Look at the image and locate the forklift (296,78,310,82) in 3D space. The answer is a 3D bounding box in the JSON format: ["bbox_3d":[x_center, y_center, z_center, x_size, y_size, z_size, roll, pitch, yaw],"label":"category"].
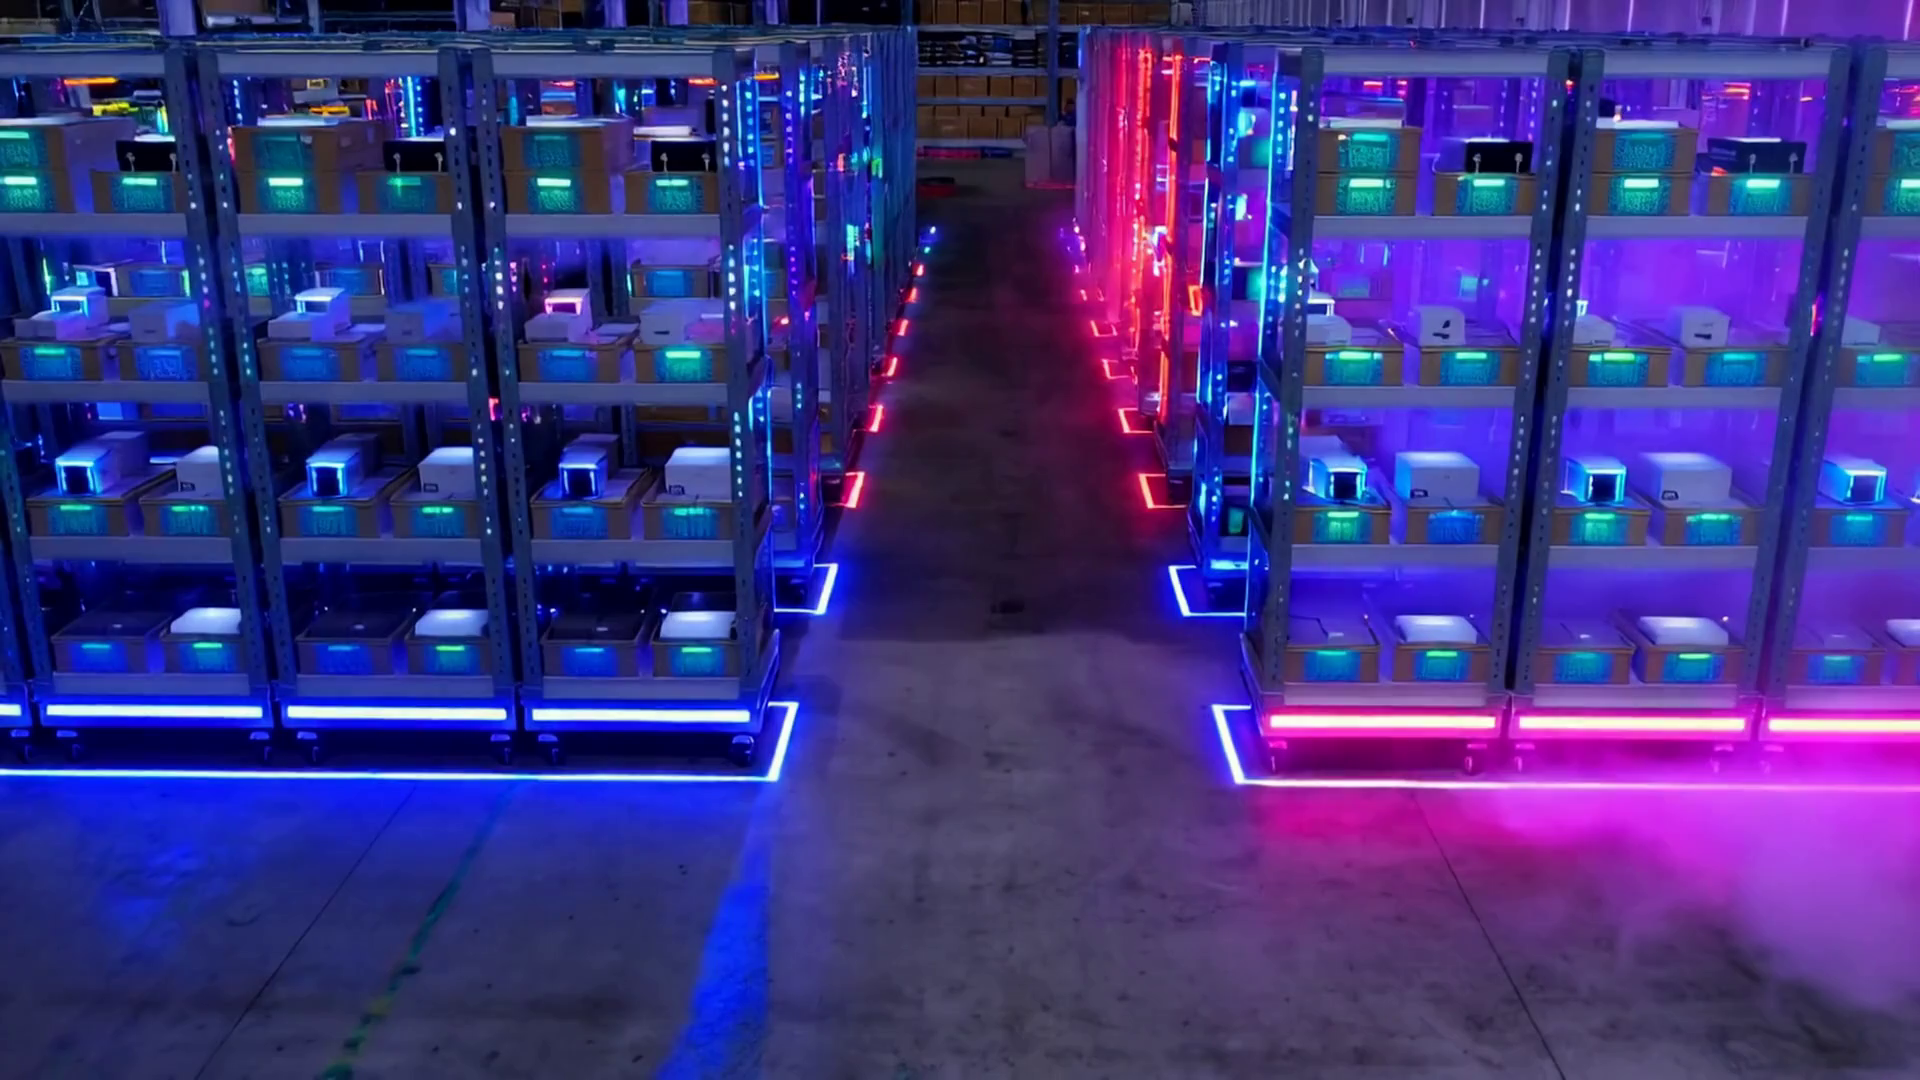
[{"bbox_3d":[-16.751,-11.118,43.071,1.873,2.768,1.129,0,17,1],"label":"forklift"}]
